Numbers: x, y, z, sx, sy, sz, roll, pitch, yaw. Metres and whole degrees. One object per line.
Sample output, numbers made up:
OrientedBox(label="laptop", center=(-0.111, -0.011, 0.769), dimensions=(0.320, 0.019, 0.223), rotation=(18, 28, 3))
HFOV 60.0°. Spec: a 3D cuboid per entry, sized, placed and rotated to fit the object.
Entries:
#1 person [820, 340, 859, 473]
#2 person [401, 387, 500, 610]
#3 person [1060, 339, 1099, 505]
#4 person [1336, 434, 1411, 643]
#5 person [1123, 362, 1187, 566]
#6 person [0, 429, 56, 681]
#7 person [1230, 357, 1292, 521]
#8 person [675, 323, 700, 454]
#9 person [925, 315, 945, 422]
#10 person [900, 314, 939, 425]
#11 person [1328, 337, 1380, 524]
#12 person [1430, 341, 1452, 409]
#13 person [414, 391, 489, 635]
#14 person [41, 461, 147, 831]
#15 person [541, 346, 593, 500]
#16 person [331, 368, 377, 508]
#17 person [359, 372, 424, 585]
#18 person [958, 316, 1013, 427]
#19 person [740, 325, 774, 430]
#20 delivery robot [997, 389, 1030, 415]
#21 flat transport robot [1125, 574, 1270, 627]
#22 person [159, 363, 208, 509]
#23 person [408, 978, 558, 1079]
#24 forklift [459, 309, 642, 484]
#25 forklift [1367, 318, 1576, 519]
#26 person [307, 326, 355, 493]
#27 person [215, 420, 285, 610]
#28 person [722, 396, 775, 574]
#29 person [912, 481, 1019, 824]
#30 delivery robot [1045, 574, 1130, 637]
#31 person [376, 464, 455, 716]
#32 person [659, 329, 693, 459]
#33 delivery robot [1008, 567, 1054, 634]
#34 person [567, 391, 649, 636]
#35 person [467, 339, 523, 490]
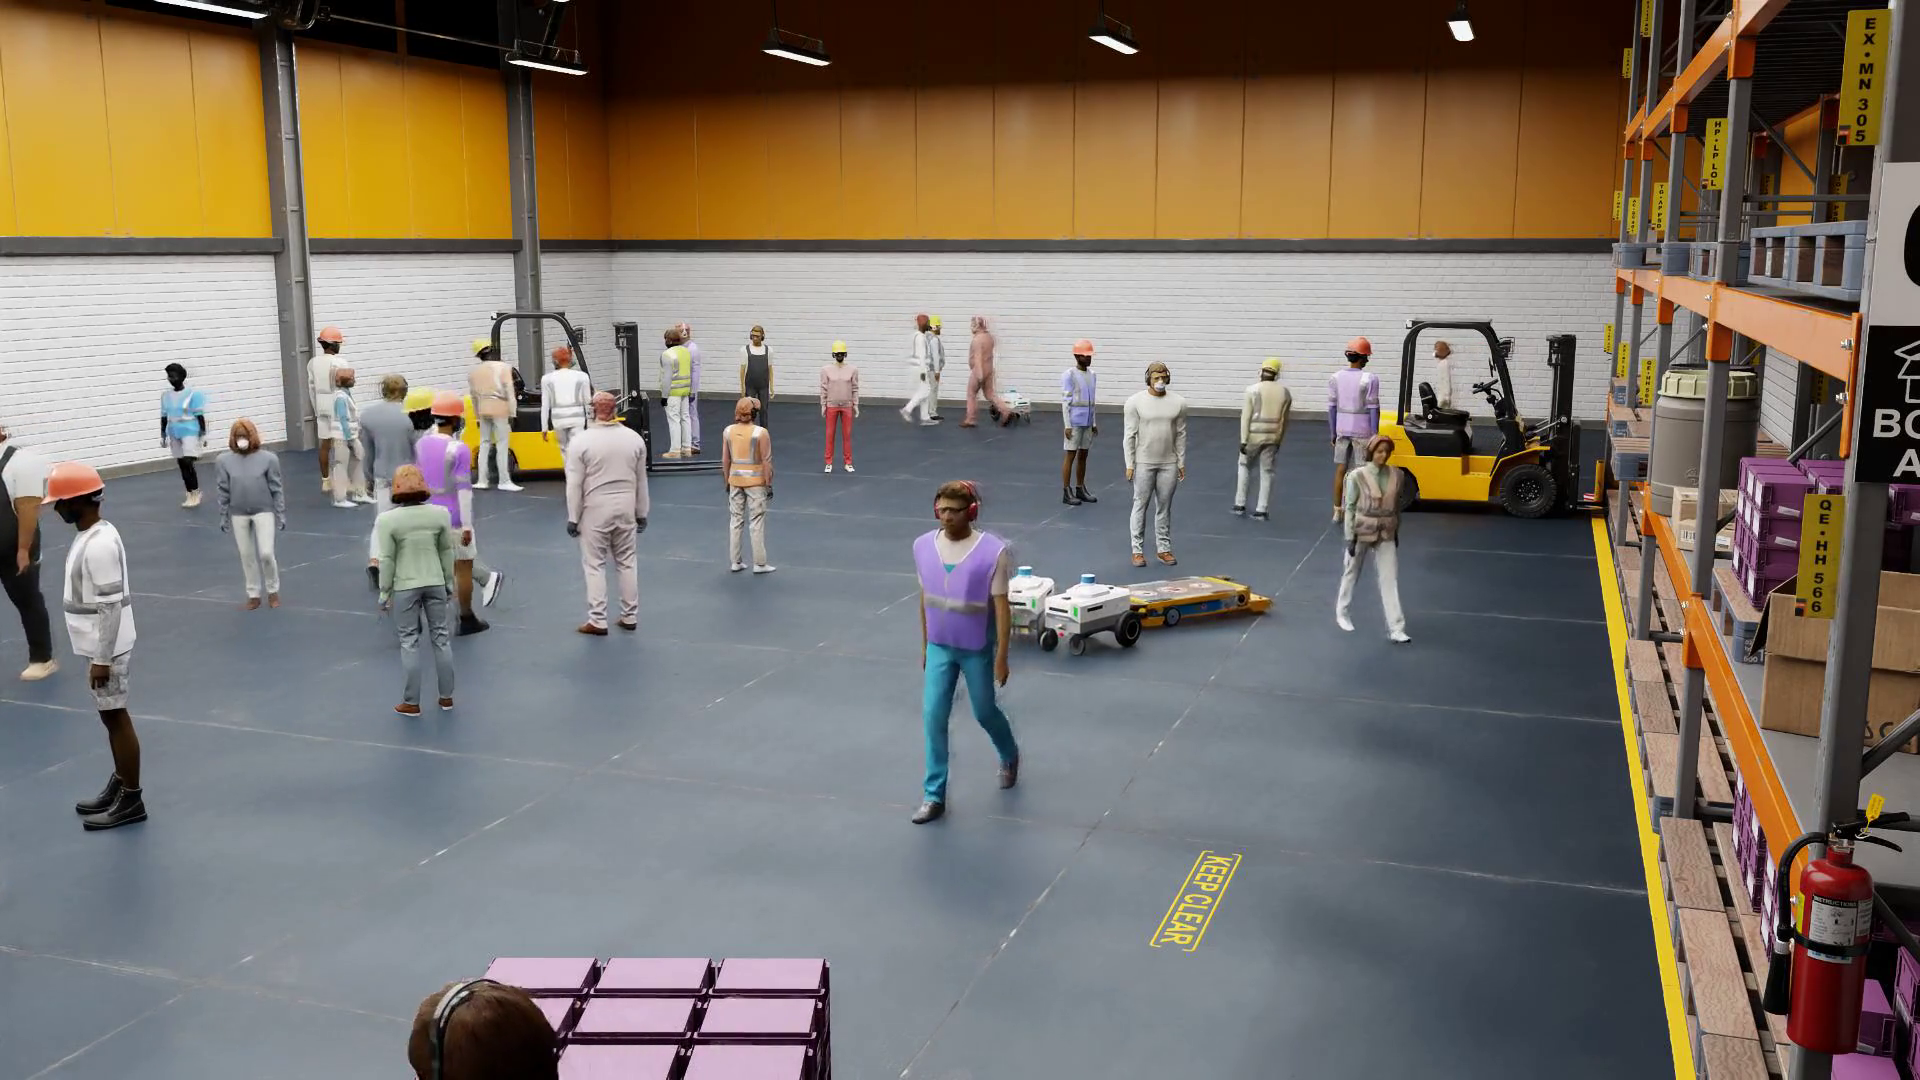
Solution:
OrientedBox(label="person", center=(-1.603, -1.777, 22.199), dimensions=(0.524, 1.769, 0.314), rotation=(-2, 10, -12))
OrientedBox(label="person", center=(-4.226, -0.325, 13.688), dimensions=(0.718, 1.895, 0.606), rotation=(-2, 10, -11))
OrientedBox(label="person", center=(1.421, -1.382, 19.491), dimensions=(0.542, 1.939, 0.366), rotation=(-10, 14, -43))
OrientedBox(label="person", center=(3.181, -0.023, 12.821), dimensions=(0.543, 1.588, 0.878), rotation=(-3, 10, -15))
OrientedBox(label="person", center=(1.851, -0.718, 15.753), dimensions=(0.631, 1.939, 0.369), rotation=(-3, 10, -14))
OrientedBox(label="person", center=(-6.589, 0.027, 11.266), dimensions=(0.684, 2.000, 1.012), rotation=(0, 10, -1))
OrientedBox(label="person", center=(3.333, -1.131, 18.492), dimensions=(0.609, 1.794, 0.697), rotation=(-3, 10, -15))
OrientedBox(label="person", center=(-4.001, -2.191, 24.136), dimensions=(0.403, 1.906, 0.651), rotation=(-5, 11, -28))
OrientedBox(label="person", center=(-0.459, -2.957, 28.658), dimensions=(0.403, 1.830, 0.601), rotation=(-4, 11, -19))
OrientedBox(label="person", center=(-0.667, -2.854, 27.955), dimensions=(0.557, 1.872, 0.610), rotation=(0, 10, -1))
OrientedBox(label="person", center=(4.278, -1.171, 18.011), dimensions=(0.607, 2.044, 0.378), rotation=(9, 14, 43))
OrientedBox(label="person", center=(7.097, -2.155, 24.797), dimensions=(0.836, 1.592, 0.503), rotation=(2, 10, 13))
OrientedBox(label="person", center=(-3.958, -0.178, 12.757), dimensions=(0.553, 1.925, 0.680), rotation=(5, 11, 27))
OrientedBox(label="person", center=(-4.503, 0.545, 8.666), dimensions=(0.374, 1.929, 0.542), rotation=(-6, 12, -30))
OrientedBox(label="person", center=(-4.646, -1.364, 19.683), dimensions=(0.609, 1.848, 0.853), rotation=(-1, 10, -8))
OrientedBox(label="person", center=(-6.993, -1.175, 19.194), dimensions=(0.590, 1.617, 0.546), rotation=(-2, 10, -9))
OrientedBox(label="person", center=(-5.095, -0.553, 14.961), dimensions=(0.629, 1.904, 0.931), rotation=(0, 10, 2))
OrientedBox(label="person", center=(0.424, -2.781, 27.583), dimensions=(0.898, 1.863, 0.640), rotation=(5, 11, 27))
OrientedBox(label="person", center=(-3.020, -2.274, 24.790), dimensions=(0.506, 1.841, 0.346), rotation=(-3, 11, -18))
OrientedBox(label="delivery robot", center=(0.905, -2.350, 28.572), dimensions=(0.477, 0.478, 0.707), rotation=(-5, 11, -28))
OrientedBox(label="flat transport robot", center=(1.793, 0.489, 13.651), dimensions=(1.431, 0.197, 0.652), rotation=(-6, 12, -31))
OrientedBox(label="person", center=(-8.950, -1.187, 19.095), dimensions=(0.563, 1.679, 0.472), rotation=(2, 10, 13))
OrientedBox(label="person", center=(-0.729, 1.633, 2.883), dimensions=(0.667, 1.811, 0.523), rotation=(-4, 11, -21))
OrientedBox(label="forklift", center=(-5.354, -1.902, 21.697), dimensions=(2.313, 2.155, 1.214), rotation=(-2, 10, -13))
OrientedBox(label="forklift", center=(5.787, -1.437, 19.079), dimensions=(2.313, 2.155, 1.214), rotation=(3, 11, 19))
OrientedBox(label="person", center=(-7.659, -1.585, 20.338), dimensions=(0.609, 2.044, 0.396), rotation=(5, 11, 25))
OrientedBox(label="person", center=(-5.868, -0.203, 13.800), dimensions=(0.507, 1.605, 0.411), rotation=(-2, 10, -10))
OrientedBox(label="person", center=(-1.958, -0.503, 15.383), dimensions=(0.521, 1.639, 0.311), rotation=(5, 11, 26))
OrientedBox(label="person", center=(0.049, 0.553, 8.969), dimensions=(0.580, 1.814, 0.898), rotation=(5, 11, 28))
OrientedBox(label="delivery robot", center=(0.959, 0.502, 12.514), dimensions=(0.477, 0.478, 0.707), rotation=(9, 14, 42))
OrientedBox(label="person", center=(-3.510, 0.322, 10.753), dimensions=(0.498, 1.633, 0.278), rotation=(-8, 13, -38))
OrientedBox(label="person", center=(-4.060, -2.077, 23.683), dimensions=(0.429, 1.839, 0.634), rotation=(5, 11, 26))
OrientedBox(label="delivery robot", center=(0.501, 0.448, 12.815), dimensions=(0.477, 0.478, 0.707), rotation=(3, 11, 15))
OrientedBox(label="person", center=(-2.757, -0.211, 13.024), dimensions=(0.665, 1.897, 0.398), rotation=(-8, 13, -39))
OrientedBox(label="person", center=(-5.746, -1.539, 20.574), dimensions=(0.699, 1.877, 0.378), rotation=(3, 11, 18))
